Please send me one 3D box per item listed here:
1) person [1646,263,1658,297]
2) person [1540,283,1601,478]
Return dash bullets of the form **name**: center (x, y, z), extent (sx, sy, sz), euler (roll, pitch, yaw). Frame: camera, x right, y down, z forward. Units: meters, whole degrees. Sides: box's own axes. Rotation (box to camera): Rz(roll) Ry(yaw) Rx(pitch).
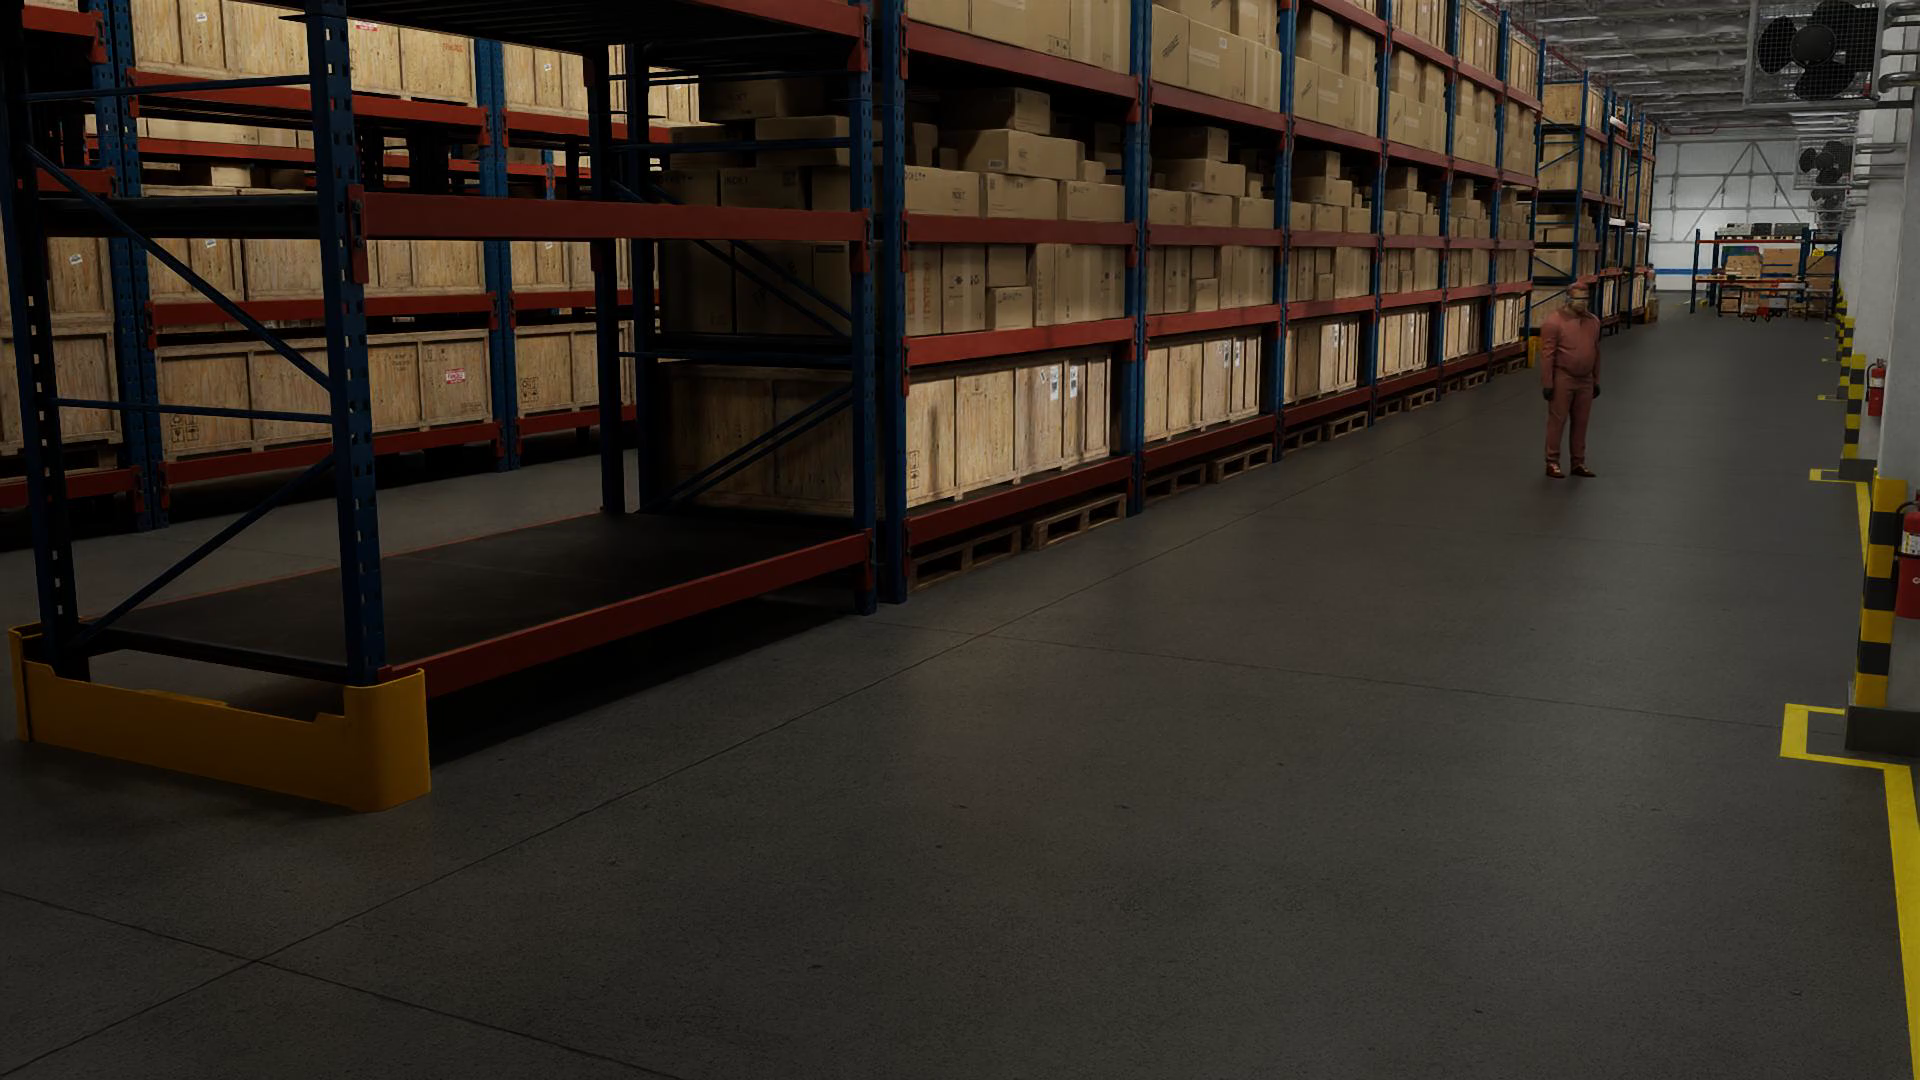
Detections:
- **person**: center (33.753, -12.653, 81.110), extent (0.535, 1.656, 0.832), euler (-1, 10, -8)
- **person**: center (5.929, -1.540, 16.132), extent (0.653, 1.894, 0.401), euler (-3, 10, -17)
